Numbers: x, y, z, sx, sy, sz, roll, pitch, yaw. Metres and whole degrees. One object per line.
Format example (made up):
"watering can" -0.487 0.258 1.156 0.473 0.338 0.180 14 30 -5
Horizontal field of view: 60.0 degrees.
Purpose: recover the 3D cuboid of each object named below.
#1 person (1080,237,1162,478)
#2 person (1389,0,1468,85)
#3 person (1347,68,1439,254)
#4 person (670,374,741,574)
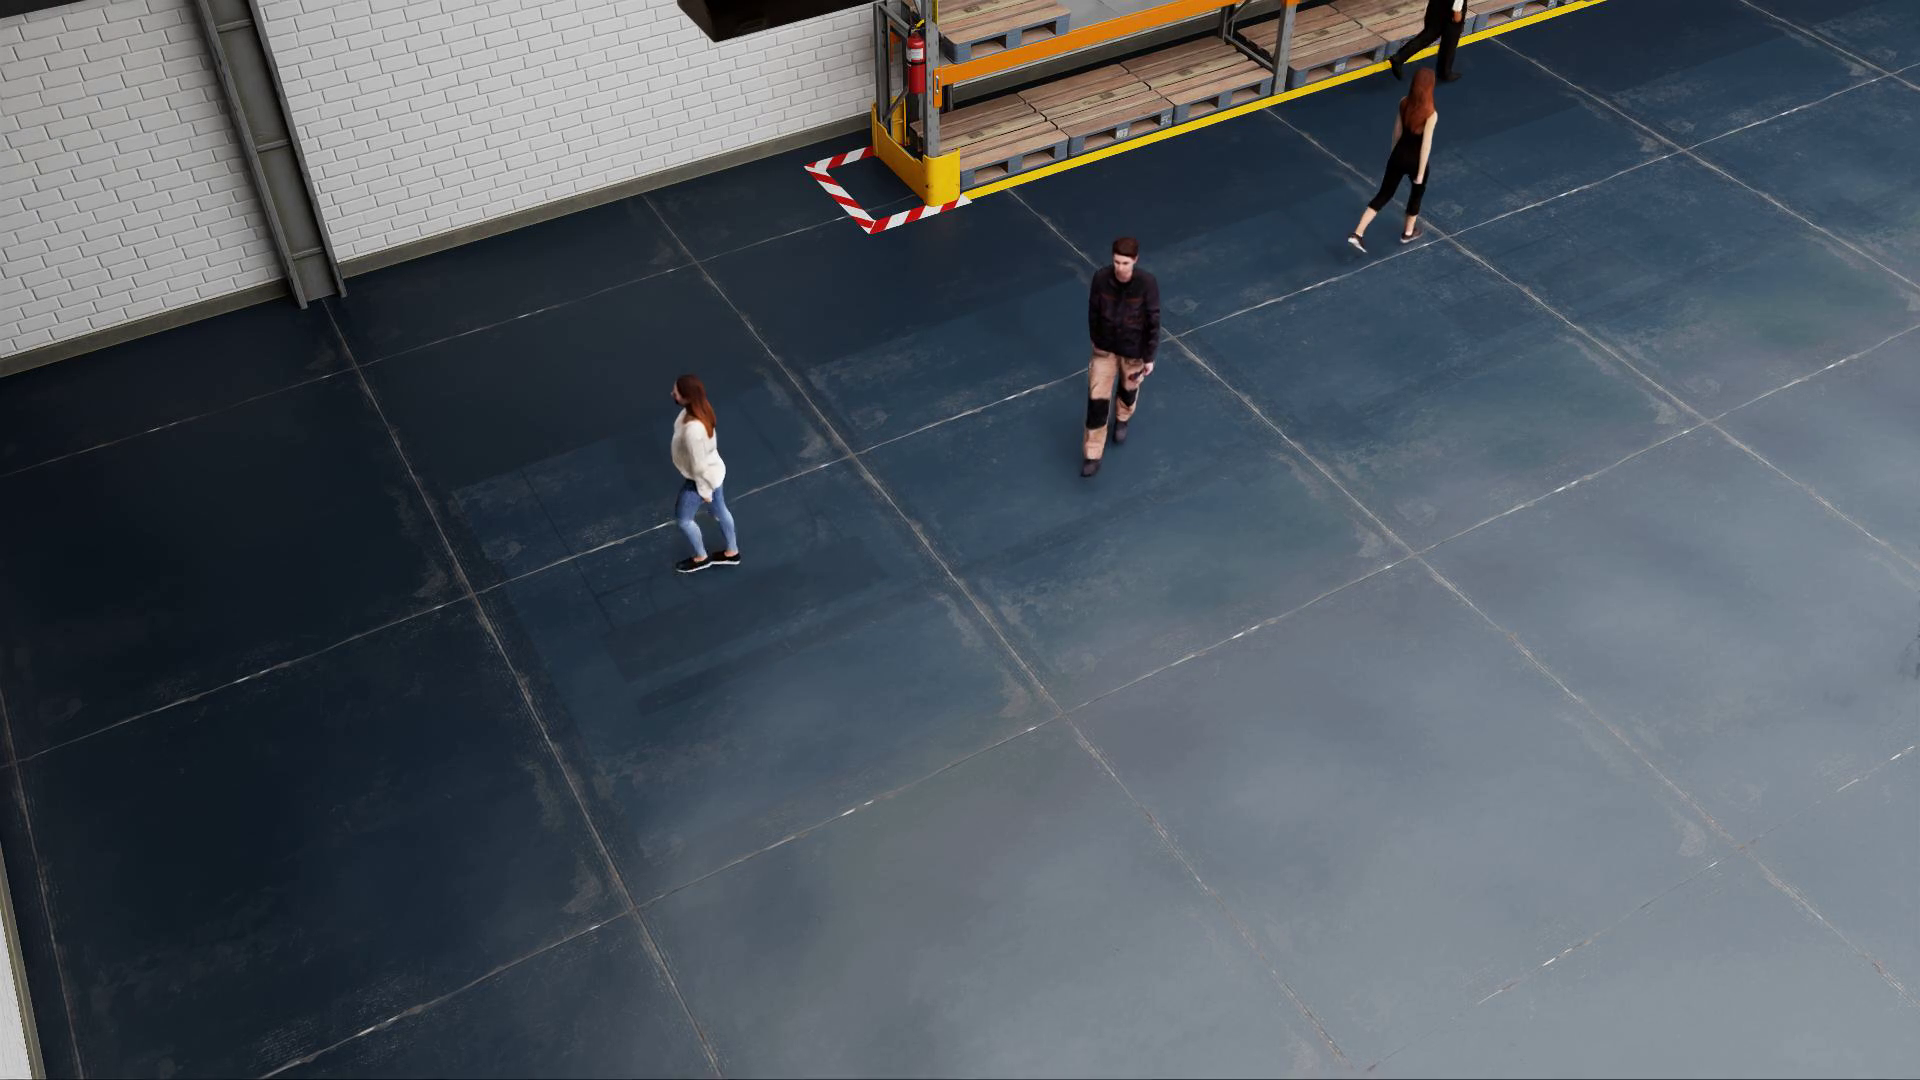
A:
"person" 1.208 -1.452 12.227 1.200 1.884 1.225 8 44 8
"person" 4.701 -5.317 16.274 1.128 1.897 0.831 -13 45 -13
"person" 3.748 -3.194 14.191 1.128 1.697 0.652 -27 50 -26
"person" -1.669 -0.440 11.314 0.827 1.677 0.775 4 44 5
